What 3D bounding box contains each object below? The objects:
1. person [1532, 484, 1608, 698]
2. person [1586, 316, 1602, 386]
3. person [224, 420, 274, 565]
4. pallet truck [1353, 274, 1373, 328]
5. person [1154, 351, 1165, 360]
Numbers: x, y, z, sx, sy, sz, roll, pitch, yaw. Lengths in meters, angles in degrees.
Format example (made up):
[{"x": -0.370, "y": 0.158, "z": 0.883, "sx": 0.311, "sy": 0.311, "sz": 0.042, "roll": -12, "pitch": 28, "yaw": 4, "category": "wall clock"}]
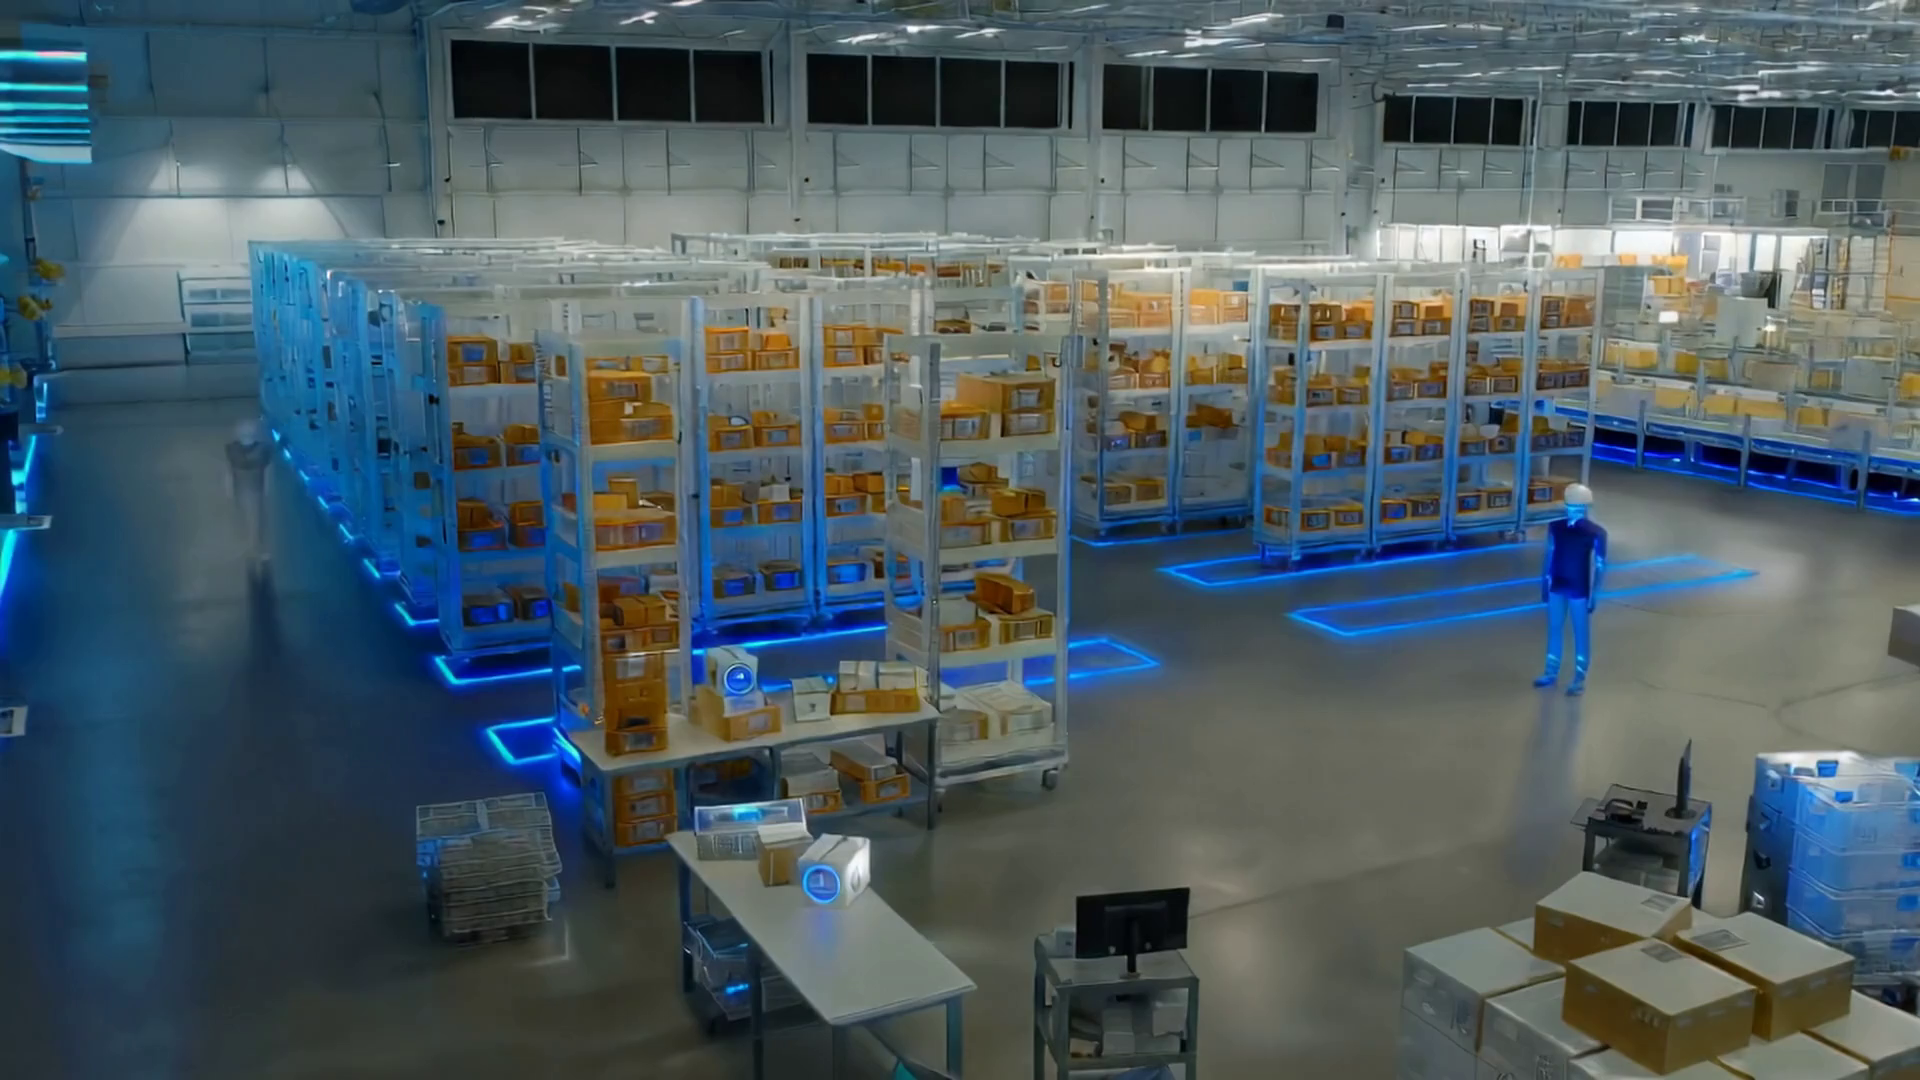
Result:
[{"x": 5.678, "y": 0.458, "z": 15.450, "sx": 0.374, "sy": 1.997, "sz": 0.609, "roll": -9, "pitch": 15, "yaw": -35, "category": "person"}, {"x": 14.346, "y": -4.189, "z": 37.725, "sx": 0.314, "sy": 1.769, "sz": 0.524, "roll": -1, "pitch": 12, "yaw": -7, "category": "person"}, {"x": -8.869, "y": -0.586, "z": 20.764, "sx": 0.572, "sy": 1.802, "sz": 0.934, "roll": -3, "pitch": 12, "yaw": -12, "category": "person"}, {"x": 13.011, "y": -8.050, "z": 55.243, "sx": 0.823, "sy": 1.965, "sz": 1.885, "roll": -7, "pitch": 14, "yaw": -28, "category": "pallet truck"}, {"x": 3.995, "y": -3.567, "z": 34.668, "sx": 0.600, "sy": 1.827, "sz": 0.404, "roll": 2, "pitch": 12, "yaw": 9, "category": "person"}]
